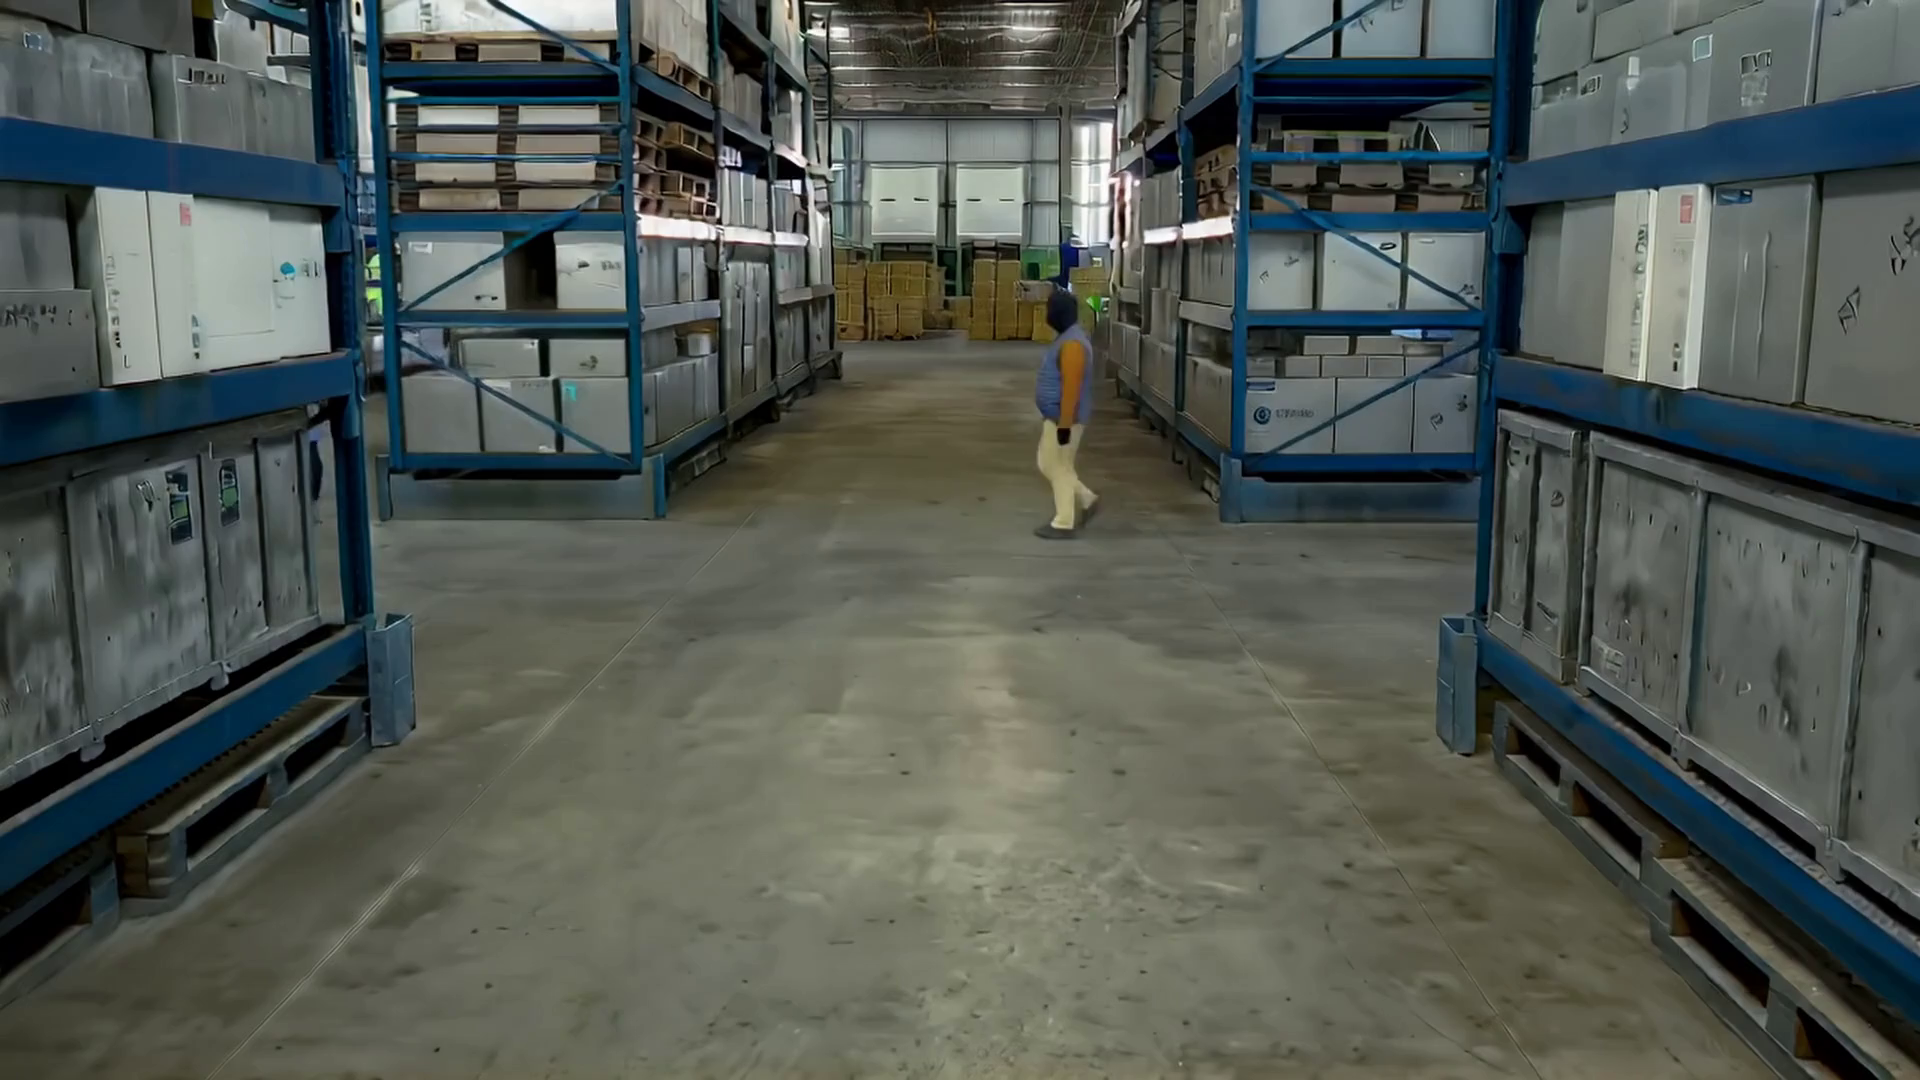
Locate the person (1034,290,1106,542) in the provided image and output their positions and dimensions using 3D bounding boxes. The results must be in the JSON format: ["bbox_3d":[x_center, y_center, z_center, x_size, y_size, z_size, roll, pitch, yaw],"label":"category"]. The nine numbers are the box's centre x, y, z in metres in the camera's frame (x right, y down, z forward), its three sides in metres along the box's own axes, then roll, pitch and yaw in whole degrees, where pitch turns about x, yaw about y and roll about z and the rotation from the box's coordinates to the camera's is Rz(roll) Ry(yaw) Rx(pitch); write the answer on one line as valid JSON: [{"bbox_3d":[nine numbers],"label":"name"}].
[{"bbox_3d":[0.771,-0.892,12.054,0.456,1.823,0.645,0,9,0],"label":"person"}]

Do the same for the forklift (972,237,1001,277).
[{"bbox_3d":[0.849,-8.383,53.775,1.129,2.768,1.873,0,9,1],"label":"forklift"}]

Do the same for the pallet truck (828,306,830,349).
[{"bbox_3d":[-3.100,-3.940,29.800,1.885,1.965,0.823,3,10,19],"label":"pallet truck"}]

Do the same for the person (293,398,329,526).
[{"bbox_3d":[-5.238,-1.133,13.012,0.633,1.985,1.030,-7,12,-35],"label":"person"}]

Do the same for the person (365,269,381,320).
[{"bbox_3d":[-20.638,-8.648,58.542,0.518,1.828,0.789,-5,11,-28],"label":"person"}]

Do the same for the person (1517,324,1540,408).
[{"bbox_3d":[6.584,-1.932,18.972,0.542,1.583,0.877,2,10,15],"label":"person"}]
